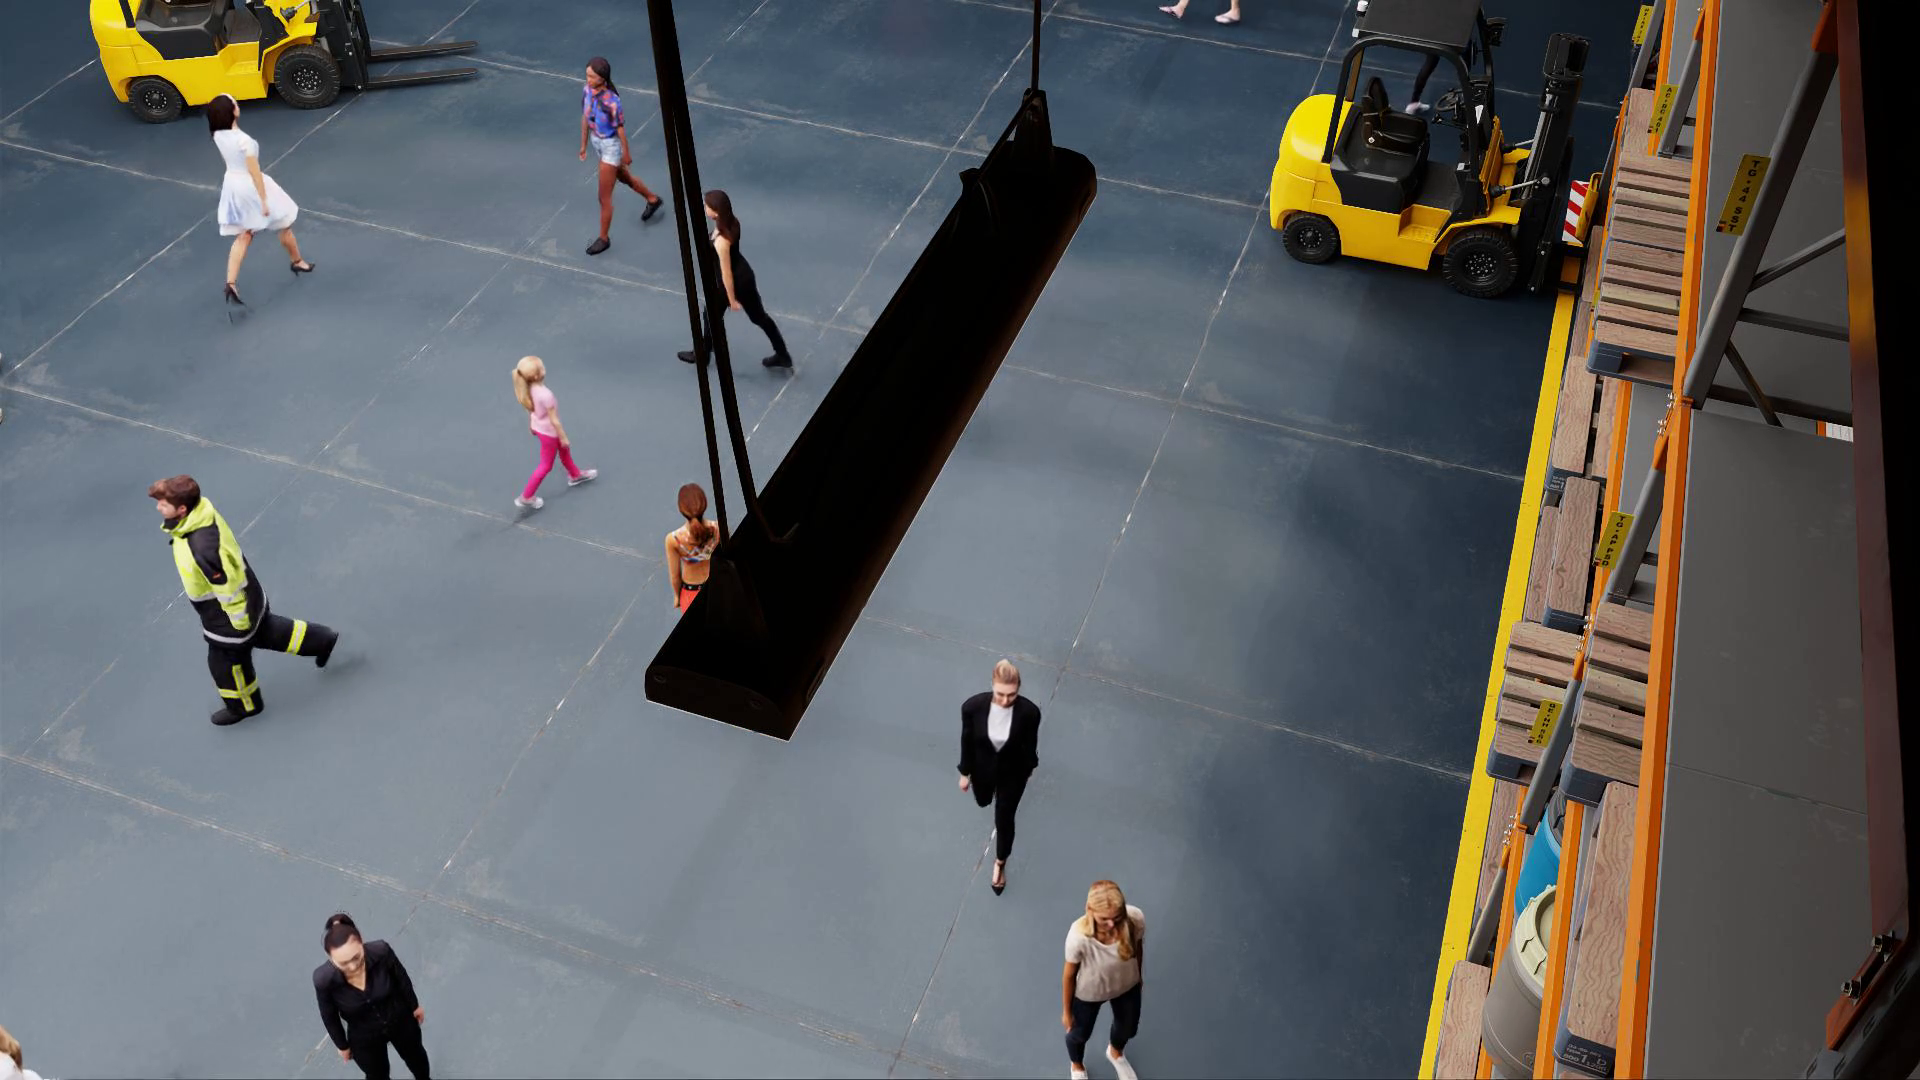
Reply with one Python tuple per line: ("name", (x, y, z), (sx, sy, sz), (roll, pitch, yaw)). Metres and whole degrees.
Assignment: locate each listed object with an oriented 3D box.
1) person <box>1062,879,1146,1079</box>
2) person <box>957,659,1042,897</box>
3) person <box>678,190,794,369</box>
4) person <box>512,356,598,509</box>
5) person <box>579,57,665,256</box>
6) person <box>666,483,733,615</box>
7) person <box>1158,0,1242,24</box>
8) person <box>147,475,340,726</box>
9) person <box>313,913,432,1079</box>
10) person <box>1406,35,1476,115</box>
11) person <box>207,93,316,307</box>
("person", (0.701, 2.226, 8.341), (0.683, 1.809, 0.726), (-15, 46, -15))
("person", (0.215, 1.249, 9.458), (0.739, 1.683, 1.052), (5, 44, 5))
("person", (-1.672, -1.959, 12.855), (0.799, 1.641, 1.142), (7, 44, 7))
("person", (-2.999, -0.754, 11.873), (0.959, 1.251, 0.789), (-28, 50, -27))
("person", (-2.941, -3.369, 14.291), (0.928, 1.702, 1.234), (34, 53, 30))
("person", (-1.569, 0.343, 10.330), (0.681, 1.792, 0.731), (-13, 45, -13))
("person", (2.772, -6.178, 17.175), (1.113, 1.791, 1.174), (-8, 44, -8))
("person", (-4.433, 0.310, 10.245), (1.262, 1.956, 1.192), (-20, 47, -19))
("person", (-2.865, 2.408, 8.220), (0.597, 1.711, 0.705), (-27, 50, -25))
("person", (4.602, -4.844, 15.845), (1.196, 1.694, 1.105), (-20, 47, -19))
("person", (-5.842, -2.722, 13.554), (0.748, 1.781, 1.199), (19, 47, 18))
